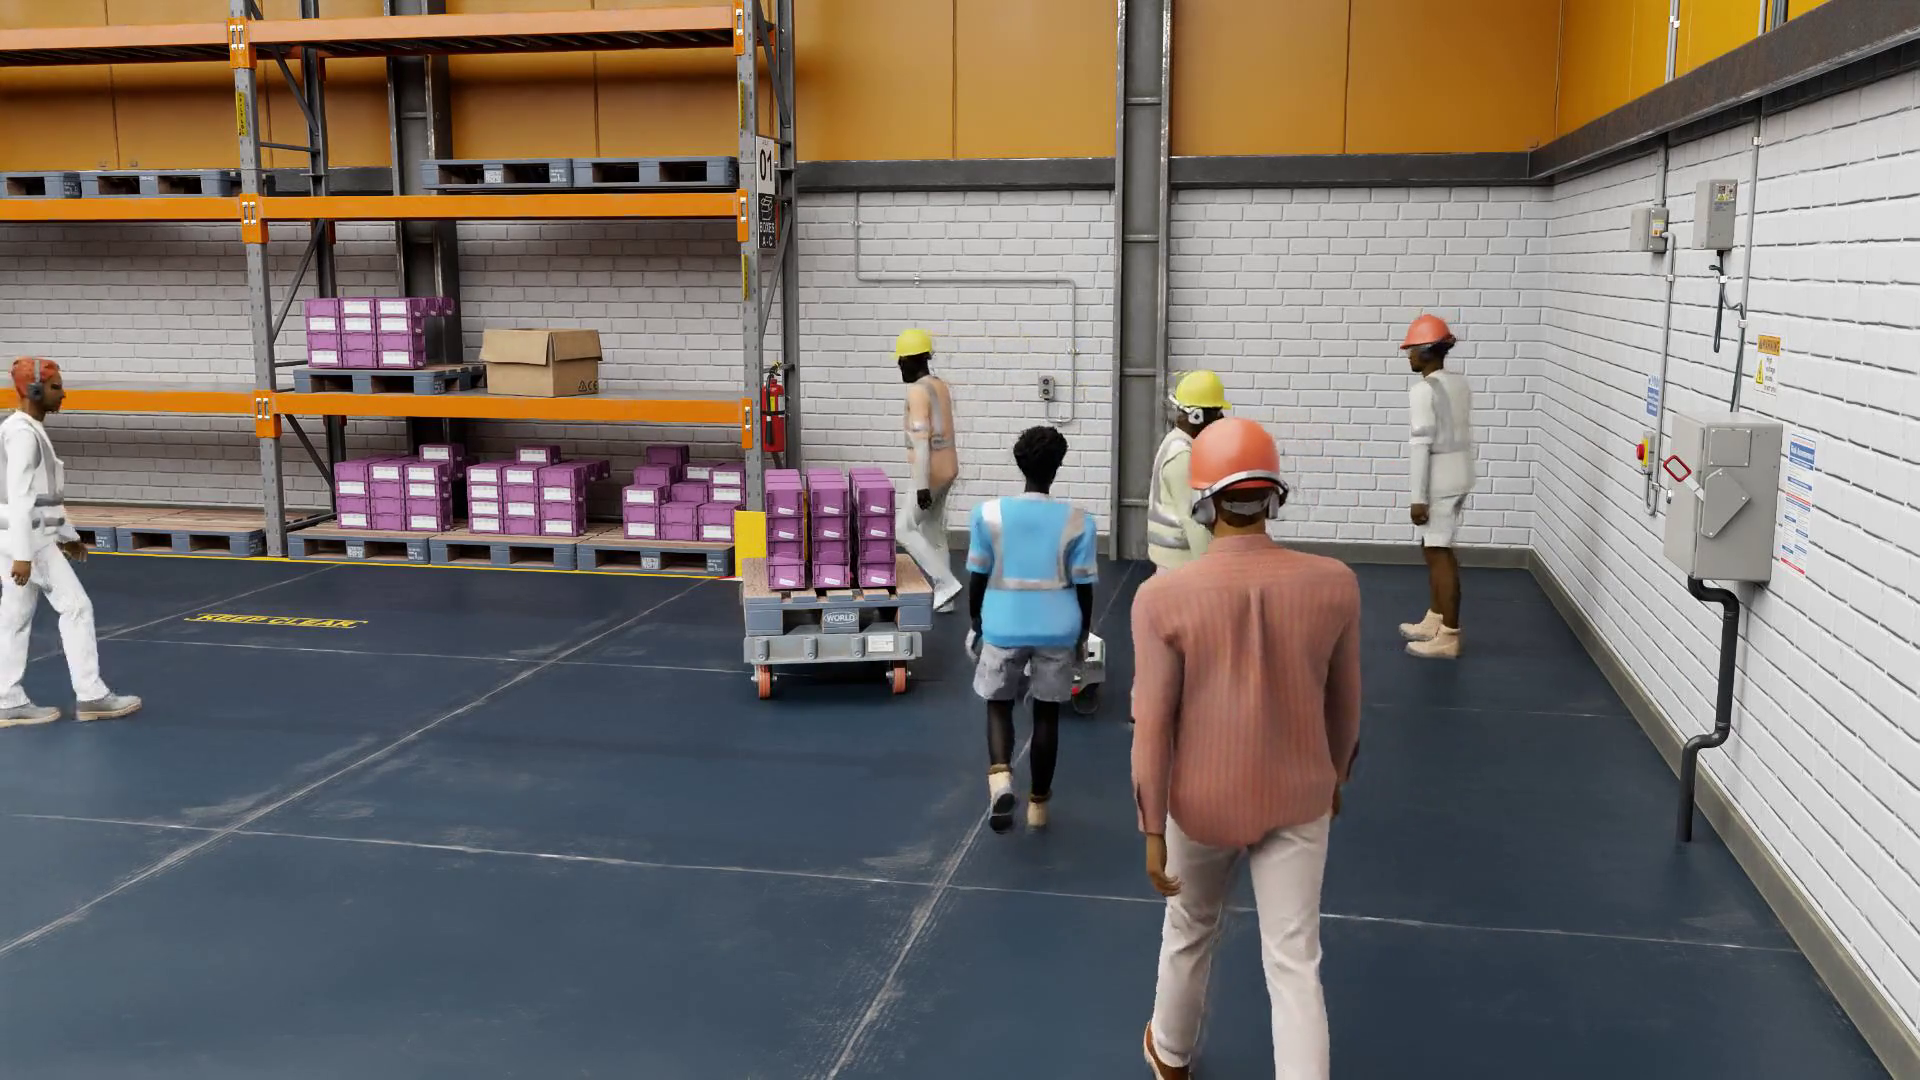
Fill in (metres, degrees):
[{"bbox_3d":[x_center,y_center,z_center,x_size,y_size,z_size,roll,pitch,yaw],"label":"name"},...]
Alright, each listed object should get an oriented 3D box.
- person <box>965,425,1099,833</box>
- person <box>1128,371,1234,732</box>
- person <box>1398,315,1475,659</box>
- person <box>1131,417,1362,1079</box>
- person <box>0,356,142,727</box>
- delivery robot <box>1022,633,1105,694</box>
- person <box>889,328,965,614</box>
[{"bbox_3d":[0.285,0.389,6.659,0.549,1.672,0.492,1,9,5],"label":"person"},{"bbox_3d":[1.223,0.082,8.141,0.827,1.797,0.601,2,10,14],"label":"person"},{"bbox_3d":[2.805,-0.313,9.894,0.577,2.018,0.600,7,12,37],"label":"person"},{"bbox_3d":[0.740,0.658,4.272,0.628,1.944,1.043,0,9,-3],"label":"person"},{"bbox_3d":[-4.557,0.007,8.414,0.800,1.854,0.573,-6,11,-34],"label":"person"},{"bbox_3d":[0.490,0.559,8.726,0.477,0.478,0.707,-3,10,-18],"label":"delivery robot"},{"bbox_3d":[-0.245,-0.429,10.907,0.461,1.902,0.651,2,10,13],"label":"person"}]
